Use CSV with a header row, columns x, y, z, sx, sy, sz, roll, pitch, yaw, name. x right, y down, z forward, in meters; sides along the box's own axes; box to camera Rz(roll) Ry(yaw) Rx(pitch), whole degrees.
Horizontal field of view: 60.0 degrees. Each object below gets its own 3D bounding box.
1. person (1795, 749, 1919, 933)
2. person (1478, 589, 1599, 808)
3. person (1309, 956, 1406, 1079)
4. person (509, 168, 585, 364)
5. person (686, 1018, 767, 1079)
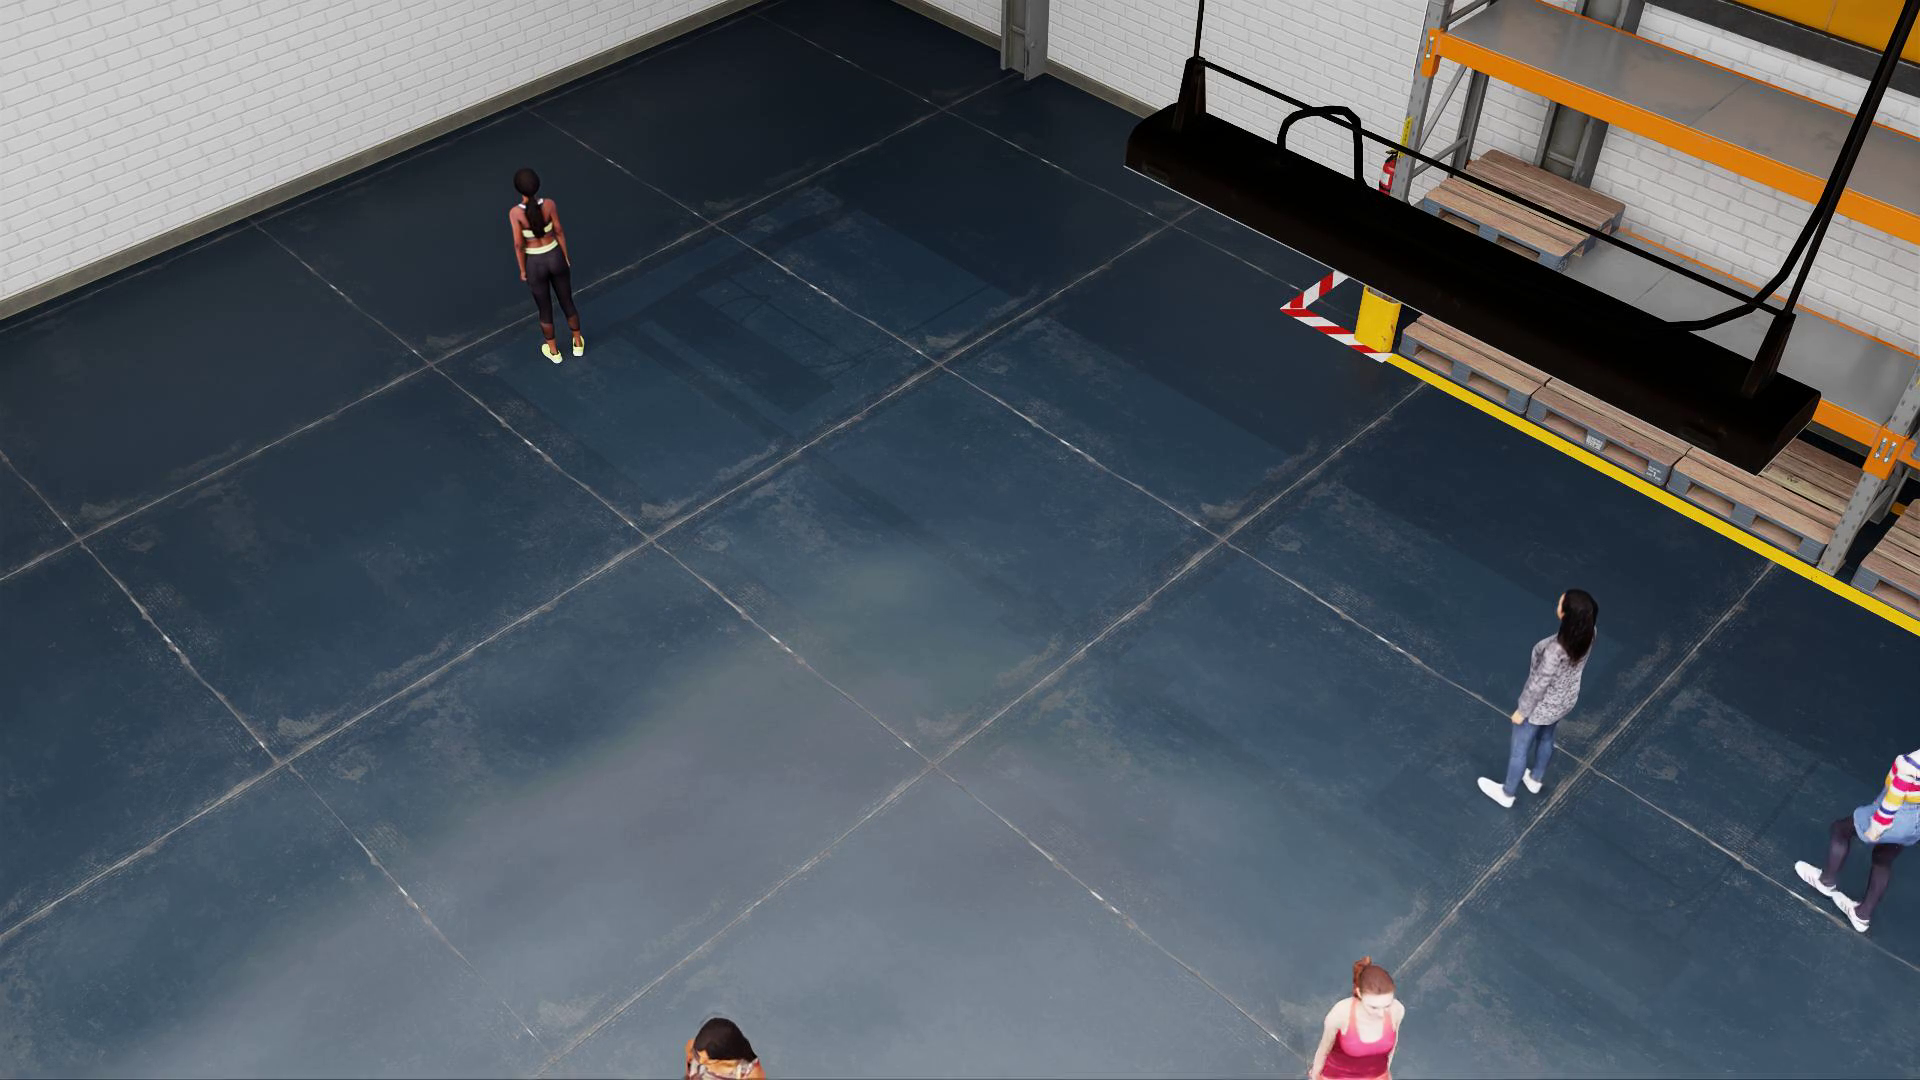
x,y,z,sx,sy,sz,roll,pitch,yaw,name
5.324,1.608,9.341,0.829,1.791,0.894,-12,45,-13,person
3.559,0.966,10.058,0.648,1.731,0.582,-27,50,-25,person
1.951,2.592,8.341,0.778,1.746,0.848,-4,44,-4,person
-3.327,-2.197,13.361,0.625,1.754,0.612,-18,47,-18,person
-1.119,2.792,8.206,0.617,1.642,0.781,15,46,16,person
